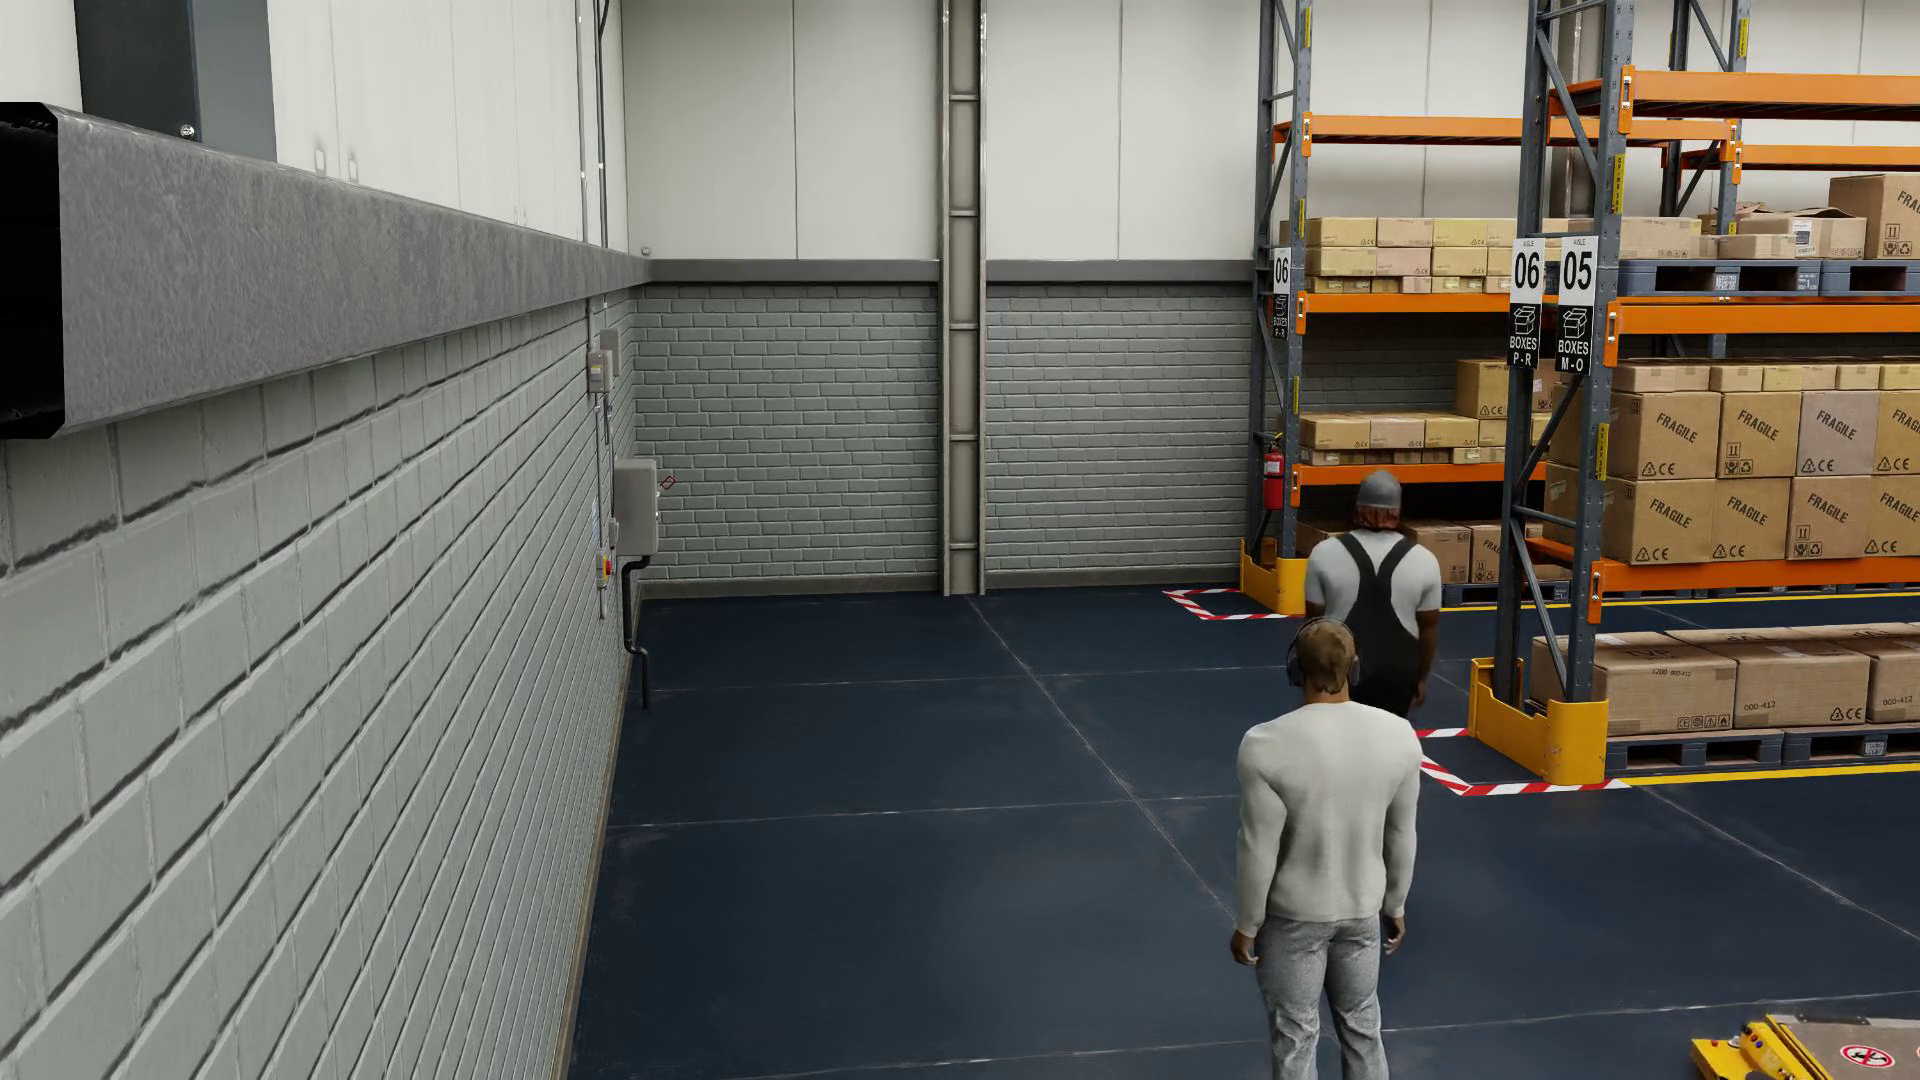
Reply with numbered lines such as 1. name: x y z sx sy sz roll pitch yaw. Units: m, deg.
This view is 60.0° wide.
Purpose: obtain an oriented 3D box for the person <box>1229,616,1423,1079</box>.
1. person: 1.171 1.207 5.380 0.635 1.932 0.351 -3 10 -15

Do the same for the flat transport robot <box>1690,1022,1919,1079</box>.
1. flat transport robot: 3.464 1.944 5.947 1.431 0.197 0.652 1 9 5

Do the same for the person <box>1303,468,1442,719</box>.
1. person: 2.119 0.631 8.607 0.688 2.000 0.679 1 9 9
